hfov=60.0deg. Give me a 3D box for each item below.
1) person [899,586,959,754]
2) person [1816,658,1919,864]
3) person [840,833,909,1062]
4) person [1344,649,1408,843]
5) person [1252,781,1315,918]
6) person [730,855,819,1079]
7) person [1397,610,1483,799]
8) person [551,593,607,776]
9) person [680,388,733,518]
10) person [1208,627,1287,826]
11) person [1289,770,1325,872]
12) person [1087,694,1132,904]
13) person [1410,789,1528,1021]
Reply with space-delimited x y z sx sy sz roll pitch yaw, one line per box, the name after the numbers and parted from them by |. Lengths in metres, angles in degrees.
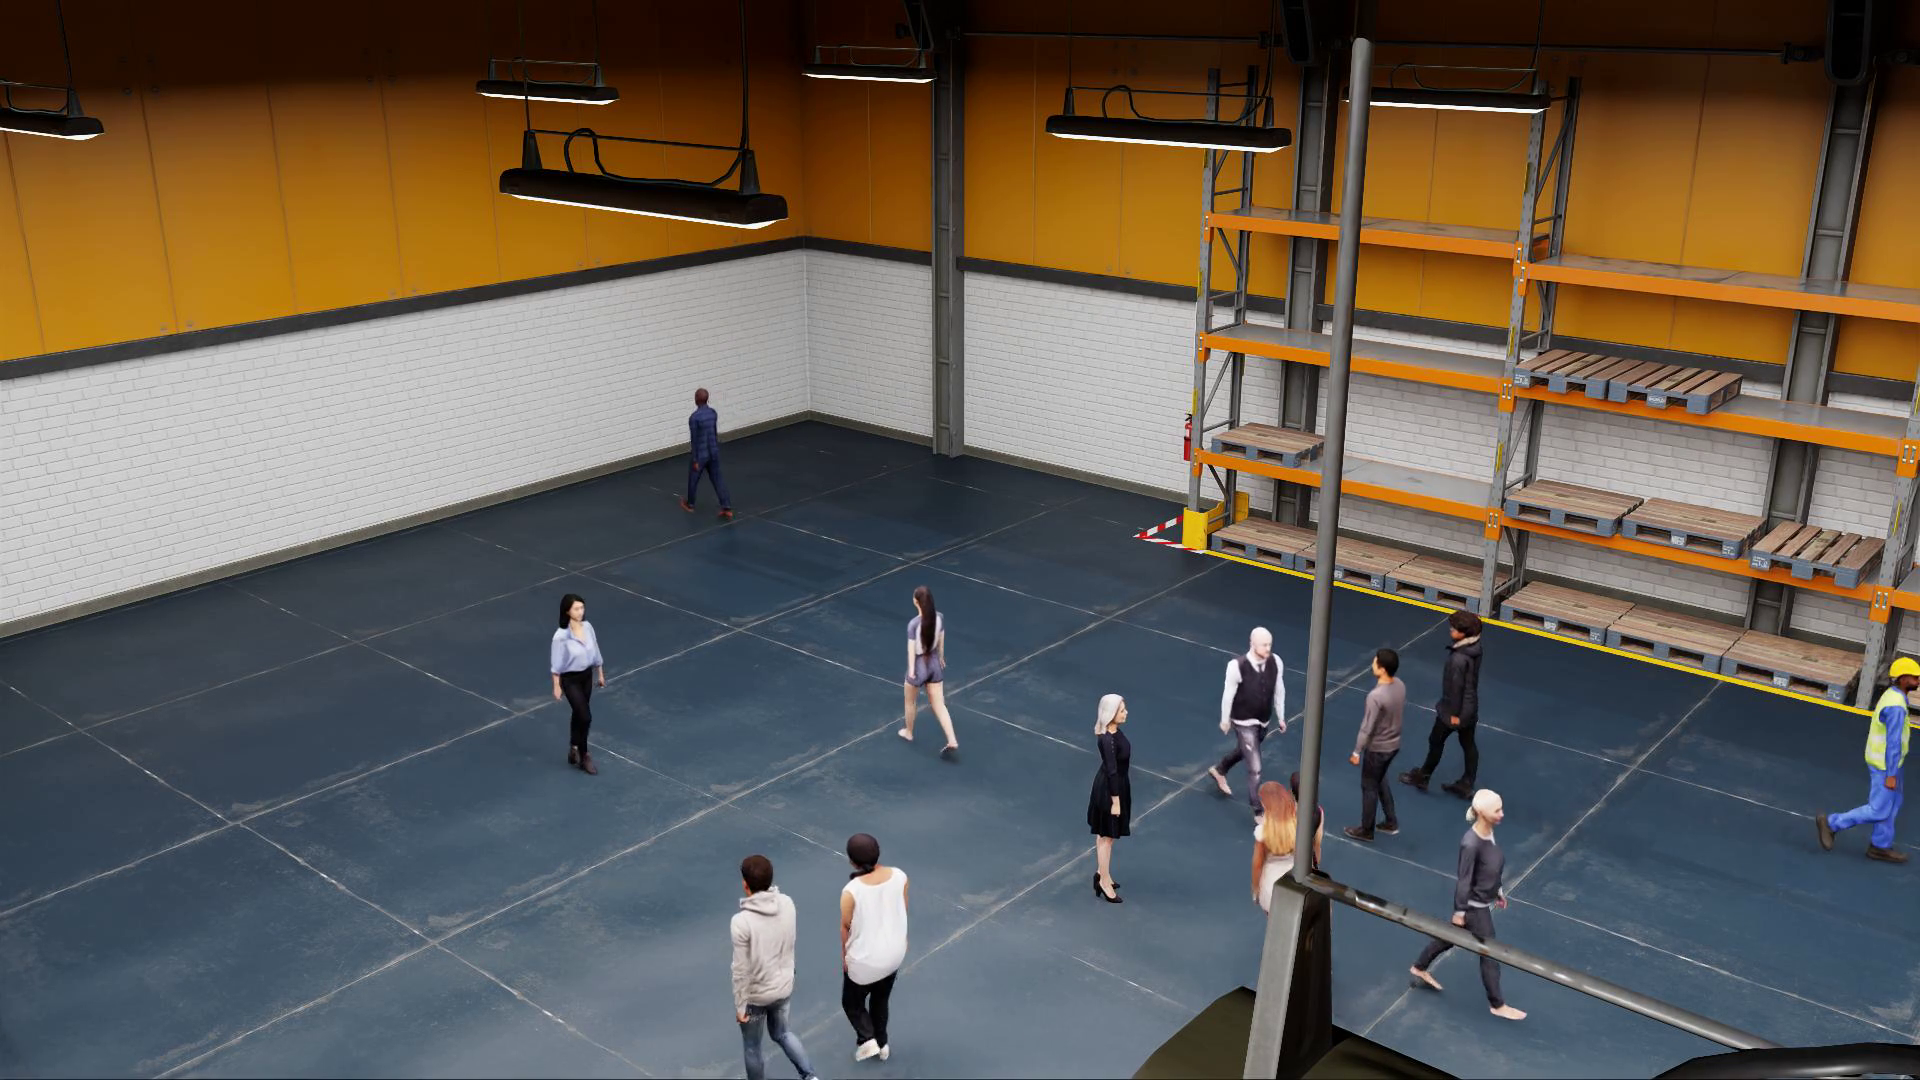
-0.267 1.258 15.650 0.786 1.612 1.100 -12 22 -32 | person
7.546 1.817 13.700 1.002 1.797 0.759 10 21 28 | person
-0.560 2.759 11.097 0.758 1.673 0.770 -10 21 -28 | person
3.579 1.746 13.964 0.718 1.763 0.669 15 24 38 | person
2.301 2.535 11.784 0.781 1.661 0.840 0 19 0 | person
-1.152 2.877 10.500 0.985 1.832 0.681 14 23 35 | person
4.500 1.495 14.729 0.897 1.752 0.667 13 23 35 | person
-3.590 1.301 15.336 0.699 1.731 0.698 12 22 33 | person
-3.375 -1.133 22.506 1.165 1.768 0.694 16 24 39 | person
2.480 1.572 14.454 1.052 1.781 1.344 -10 21 -26 | person
2.497 2.450 12.244 0.793 1.529 1.032 -9 21 -24 | person
1.198 2.022 13.171 0.744 1.746 0.704 1 19 3 | person
3.564 2.519 11.782 1.129 1.691 0.748 10 21 28 | person
